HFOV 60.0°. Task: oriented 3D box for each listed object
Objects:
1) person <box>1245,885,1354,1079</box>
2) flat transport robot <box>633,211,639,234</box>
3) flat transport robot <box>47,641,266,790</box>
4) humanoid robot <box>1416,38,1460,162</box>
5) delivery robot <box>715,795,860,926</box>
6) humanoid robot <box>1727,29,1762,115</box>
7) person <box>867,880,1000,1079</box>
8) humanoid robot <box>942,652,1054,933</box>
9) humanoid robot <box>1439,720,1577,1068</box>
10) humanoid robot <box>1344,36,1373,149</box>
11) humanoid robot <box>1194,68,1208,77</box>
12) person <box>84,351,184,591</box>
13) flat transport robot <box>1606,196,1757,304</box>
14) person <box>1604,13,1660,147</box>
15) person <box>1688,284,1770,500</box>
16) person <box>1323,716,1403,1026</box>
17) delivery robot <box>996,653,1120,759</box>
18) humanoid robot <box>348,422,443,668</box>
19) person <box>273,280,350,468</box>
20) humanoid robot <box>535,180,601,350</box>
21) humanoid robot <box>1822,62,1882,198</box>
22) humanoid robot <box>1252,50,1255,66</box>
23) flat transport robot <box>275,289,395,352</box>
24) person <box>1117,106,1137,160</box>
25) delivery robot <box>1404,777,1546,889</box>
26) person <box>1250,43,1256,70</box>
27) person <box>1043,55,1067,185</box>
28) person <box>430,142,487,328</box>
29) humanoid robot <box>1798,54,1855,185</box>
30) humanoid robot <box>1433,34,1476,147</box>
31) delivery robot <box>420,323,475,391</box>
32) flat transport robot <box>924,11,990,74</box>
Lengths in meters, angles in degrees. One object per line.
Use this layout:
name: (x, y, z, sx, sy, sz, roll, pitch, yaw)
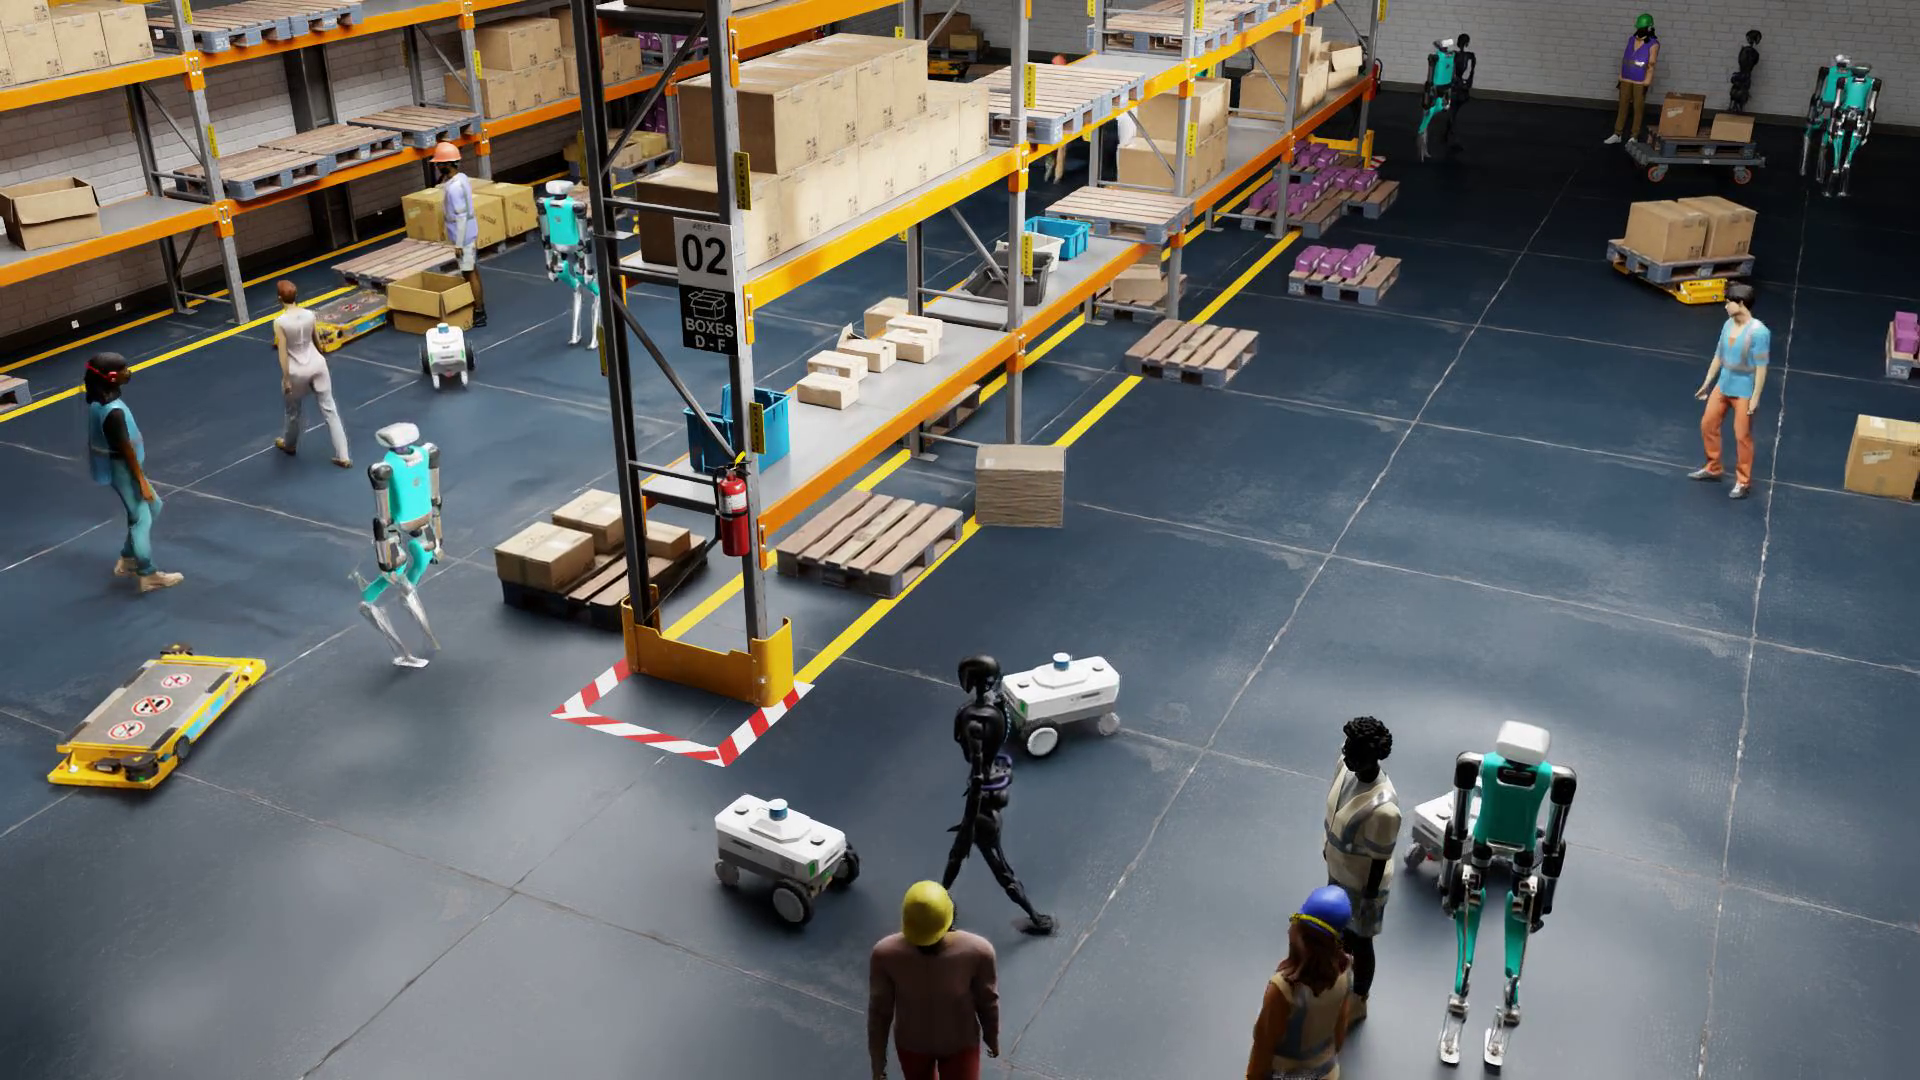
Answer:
person: (1.291, 2.156, 6.786, 0.540, 1.706, 0.630, -19, 32, -33)
flat transport robot: (-3.750, -4.161, 21.184, 0.659, 0.231, 1.431, -1, 26, -2)
flat transport robot: (-5.070, 1.100, 10.557, 0.659, 0.231, 1.431, 3, 26, 6)
humanoid robot: (6.708, -6.257, 23.869, 0.548, 1.896, 0.741, -14, 30, -26)
delivery robot: (-0.960, 1.696, 9.049, 0.812, 0.611, 0.499, 16, 30, 28)
humanoid robot: (11.715, -6.802, 24.933, 0.352, 1.661, 0.602, 6, 27, 12)
person: (-0.115, 2.141, 6.803, 0.536, 1.721, 0.857, 2, 26, 5)
humanoid robot: (0.126, 1.331, 8.575, 0.789, 1.642, 0.612, 3, 27, 7)
humanoid robot: (2.448, 1.717, 7.604, 0.530, 1.746, 0.692, 8, 27, 15)
humanoid robot: (5.934, -6.589, 24.515, 0.589, 1.640, 0.583, 16, 31, 30)
humanoid robot: (3.458, -6.077, 23.416, 0.904, 1.754, 0.530, -21, 33, -36)
person: (-5.985, -0.470, 11.946, 0.441, 1.853, 0.531, -15, 30, -28)
flat transport robot: (8.092, -2.983, 18.804, 0.659, 0.231, 1.431, -6, 27, -12)
person: (10.040, -6.837, 24.717, 0.409, 1.930, 0.530, -18, 32, -33)
person: (6.360, -1.226, 13.592, 0.370, 1.733, 0.565, -8, 27, -15)
person: (1.899, 1.576, 7.993, 0.319, 1.693, 0.531, -5, 27, -10)
delivery robot: (0.633, 0.987, 10.447, 0.756, 0.580, 0.499, -10, 28, -20)
humanoid robot: (-3.754, 0.048, 11.050, 0.667, 1.805, 0.558, 15, 30, 28)
person: (-5.591, -1.425, 14.136, 0.881, 1.605, 0.462, 20, 32, 34)
humanoid robot: (-3.841, -2.811, 16.723, 0.533, 1.722, 0.706, 7, 27, 14)
humanoid robot: (11.660, -5.321, 21.861, 0.553, 1.774, 0.782, 14, 30, 27)
humanoid robot: (4.402, -6.695, 24.743, 0.701, 1.640, 0.601, 4, 27, 8)
flat transport robot: (-6.424, -2.307, 17.438, 0.659, 0.231, 1.431, 10, 28, 19)
person: (2.118, -4.660, 20.391, 0.403, 1.874, 0.734, 3, 26, 5)
delivery robot: (2.882, 1.591, 9.261, 0.804, 0.611, 0.499, -14, 30, -26)
person: (4.800, -7.669, 26.472, 0.386, 1.866, 0.587, -4, 27, -8)
person: (1.317, -5.723, 22.670, 0.584, 1.739, 0.388, 8, 27, 16)
person: (-5.197, -3.157, 17.277, 0.377, 1.937, 0.545, -4, 27, -7)
humanoid robot: (11.919, -5.846, 22.951, 0.547, 1.780, 0.880, 5, 27, 11)
humanoid robot: (7.386, -6.711, 24.816, 0.599, 1.638, 0.791, -8, 27, -16)
delivery robot: (-4.971, -1.804, 16.112, 0.499, 0.606, 0.801, -8, 27, -16)
flat transport robot: (-0.167, -8.746, 30.444, 0.659, 0.231, 1.431, 7, 27, 13)
